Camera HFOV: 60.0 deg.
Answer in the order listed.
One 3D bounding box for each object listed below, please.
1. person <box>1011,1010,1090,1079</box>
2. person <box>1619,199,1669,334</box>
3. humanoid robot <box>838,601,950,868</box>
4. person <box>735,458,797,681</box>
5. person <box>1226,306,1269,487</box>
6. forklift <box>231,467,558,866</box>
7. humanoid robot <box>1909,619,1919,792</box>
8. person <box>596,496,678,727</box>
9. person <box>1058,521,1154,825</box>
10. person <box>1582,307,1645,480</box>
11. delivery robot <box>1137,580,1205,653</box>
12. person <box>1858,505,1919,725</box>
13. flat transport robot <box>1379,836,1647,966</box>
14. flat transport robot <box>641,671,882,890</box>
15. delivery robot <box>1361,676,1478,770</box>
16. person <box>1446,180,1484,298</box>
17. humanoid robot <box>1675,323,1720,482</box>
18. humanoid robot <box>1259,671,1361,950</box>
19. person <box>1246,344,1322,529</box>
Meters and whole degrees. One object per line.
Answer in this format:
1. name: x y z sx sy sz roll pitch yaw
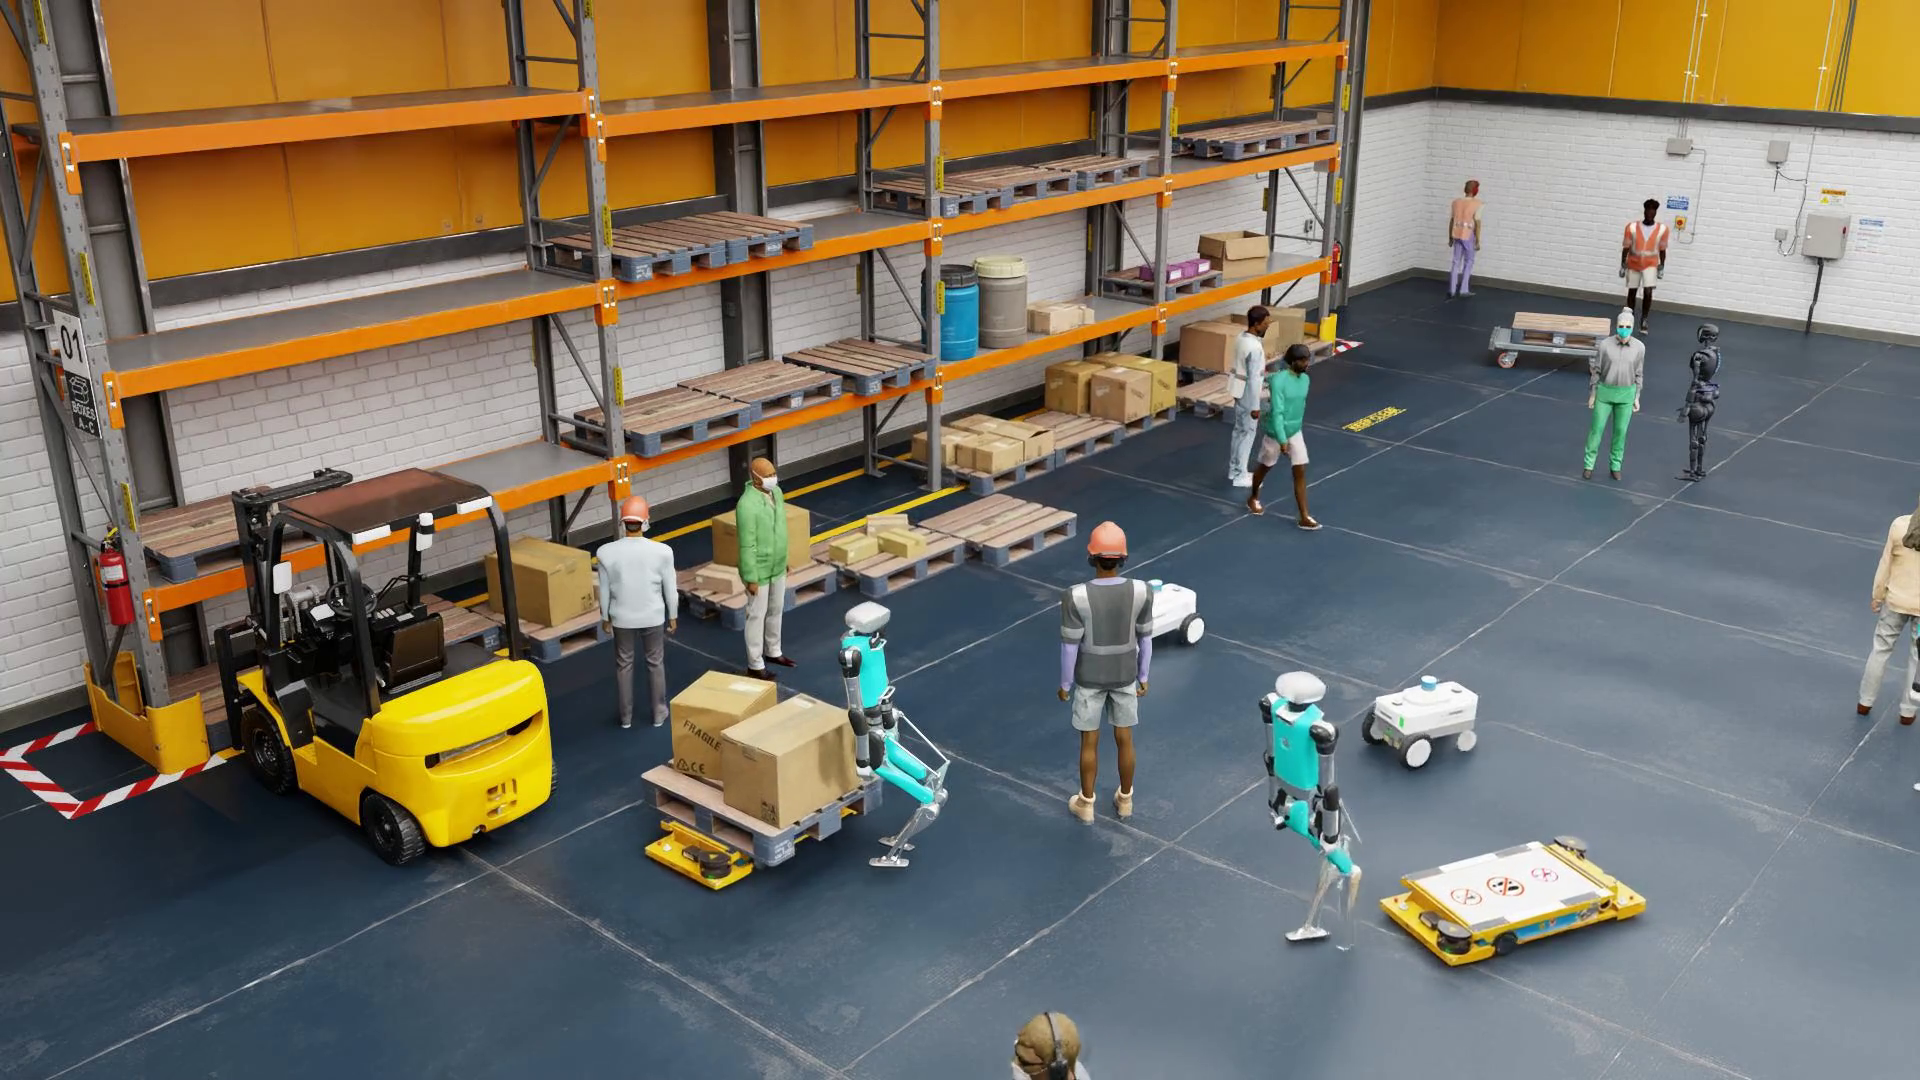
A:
1. person: 0.404 2.576 6.213 0.900 1.908 0.637 -3 20 -7
2. person: 9.748 -3.917 23.784 0.604 1.920 0.770 9 22 23
3. humanoid robot: -0.338 1.199 9.993 0.735 1.675 0.533 6 21 16
4. person: -1.506 0.213 12.810 0.384 1.779 0.547 10 23 26
5. person: 2.973 -1.484 17.213 0.401 1.909 0.598 -2 20 -5
6. forklift: -3.730 0.710 10.856 2.313 2.155 1.214 17 26 38
7. humanoid robot: 6.556 0.986 10.867 0.538 1.870 0.737 -17 26 -39
8. person: -2.316 0.524 12.011 0.572 1.738 0.348 -3 20 -9
9. person: 0.922 0.859 10.664 0.604 2.044 0.374 -3 21 -9
10. person: 6.864 -1.529 17.425 0.518 1.839 0.328 5 21 12
11. delivery robot: 1.597 0.617 13.489 0.797 0.609 0.499 -17 26 -39
12. person: 6.910 0.453 12.030 0.565 1.865 0.405 14 24 33
13. flat transport robot: 3.267 2.117 9.815 1.431 0.231 0.659 -9 22 -22
14. flat transport robot: -1.261 1.789 10.705 0.659 0.231 1.431 16 26 37
15. delivery robot: 3.260 1.258 11.735 0.774 0.599 0.499 -9 22 -22
16. person: 7.920 -4.712 26.070 0.454 1.830 0.596 -14 24 -33
17. humanoid robot: 7.748 -1.450 17.426 0.315 1.657 0.599 18 27 40
18. humanoid robot: 2.041 1.545 9.340 0.758 1.833 0.530 -12 24 -30
19. person: 3.167 -1.027 16.142 0.504 1.790 1.016 -10 23 -26
